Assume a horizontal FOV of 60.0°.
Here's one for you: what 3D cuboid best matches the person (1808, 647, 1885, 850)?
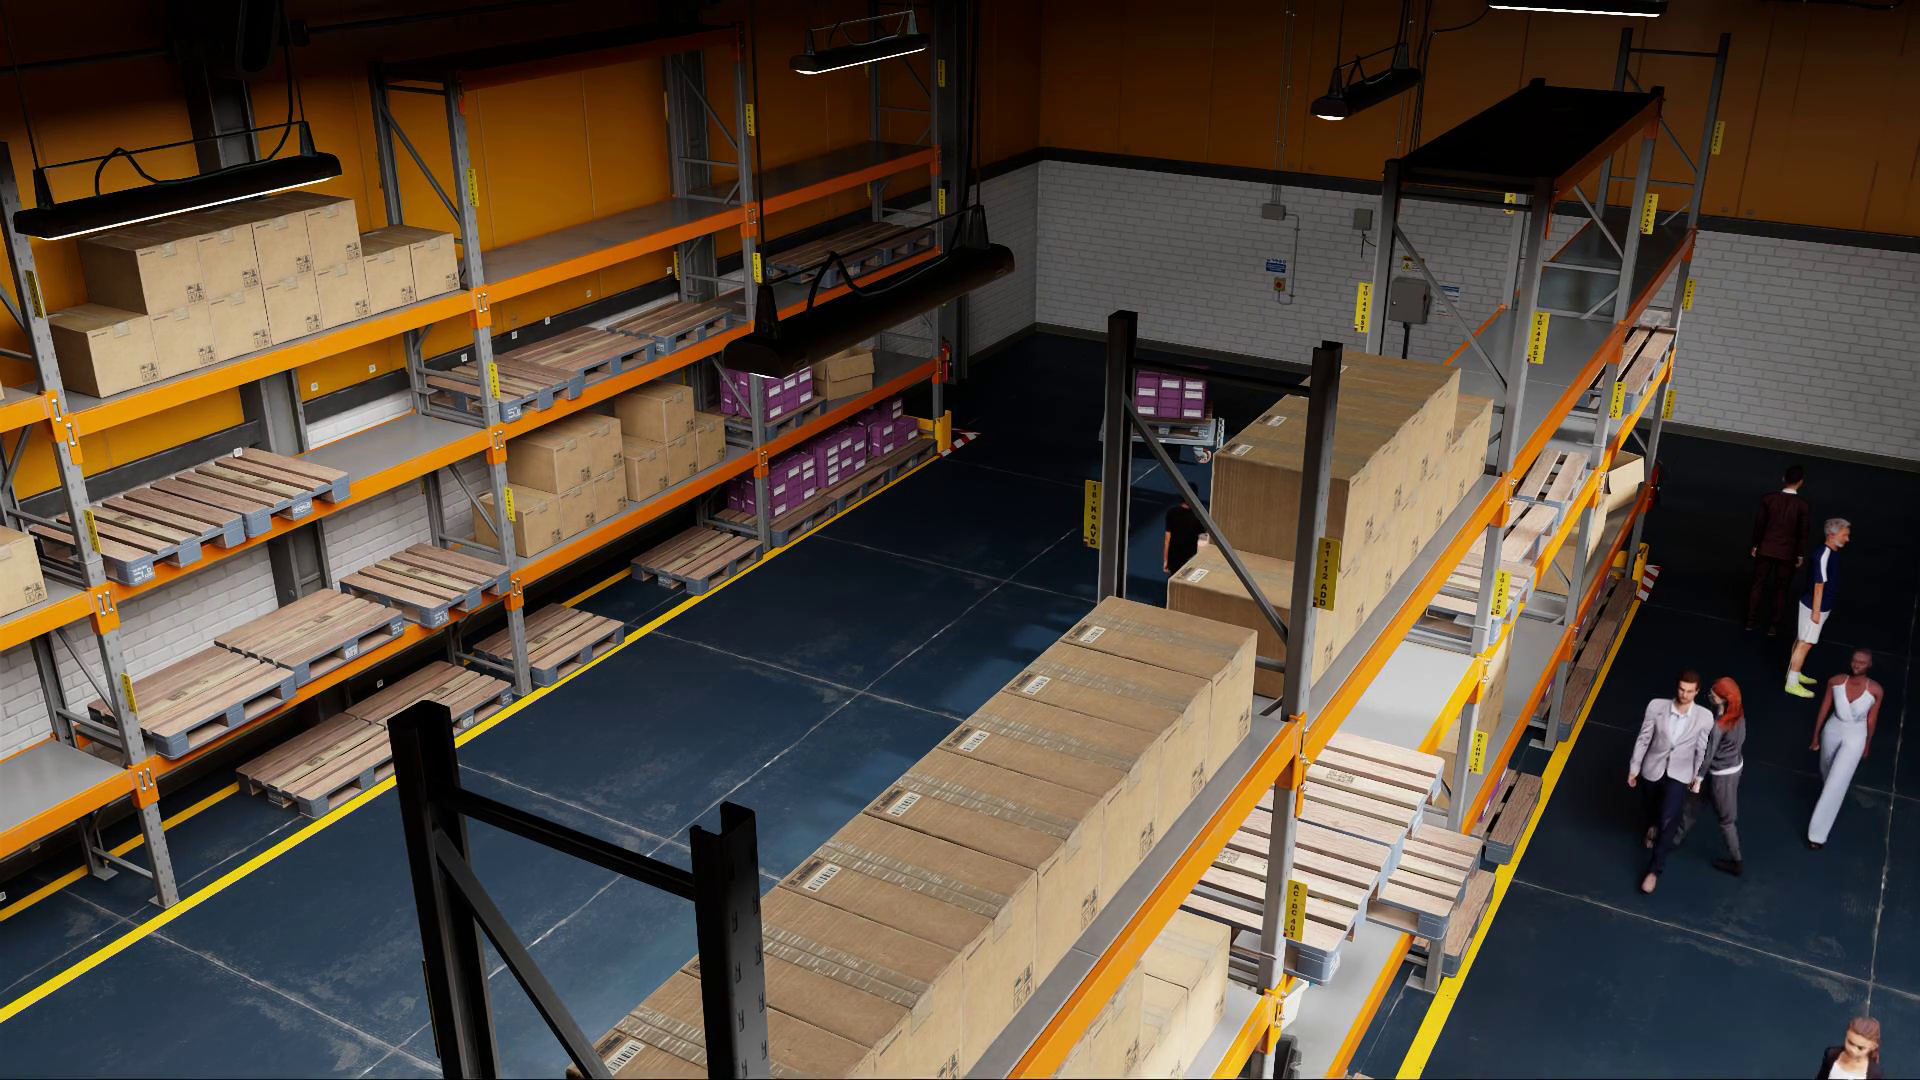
[{"bbox_3d":[7.402,1.666,13.912,0.713,1.742,1.178,19,30,37],"label":"person"}]

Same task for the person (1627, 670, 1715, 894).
[{"bbox_3d":[5.717,1.838,13.429,0.733,1.814,1.211,15,28,31],"label":"person"}]

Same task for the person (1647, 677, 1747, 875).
[{"bbox_3d":[6.189,1.916,13.354,0.938,1.730,0.750,-21,31,-40],"label":"person"}]

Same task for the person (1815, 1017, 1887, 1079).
[{"bbox_3d":[5.351,3.481,10.026,1.077,1.529,0.824,-16,28,-33],"label":"person"}]

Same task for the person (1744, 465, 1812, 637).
[{"bbox_3d":[8.530,0.101,17.337,0.698,1.865,0.623,16,28,33],"label":"person"}]

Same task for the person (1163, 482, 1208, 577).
[{"bbox_3d":[2.300,0.267,17.118,0.655,1.737,1.047,12,26,25],"label":"person"}]

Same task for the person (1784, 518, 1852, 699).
[{"bbox_3d":[8.331,0.618,16.193,0.685,1.835,0.479,13,27,28],"label":"person"}]
